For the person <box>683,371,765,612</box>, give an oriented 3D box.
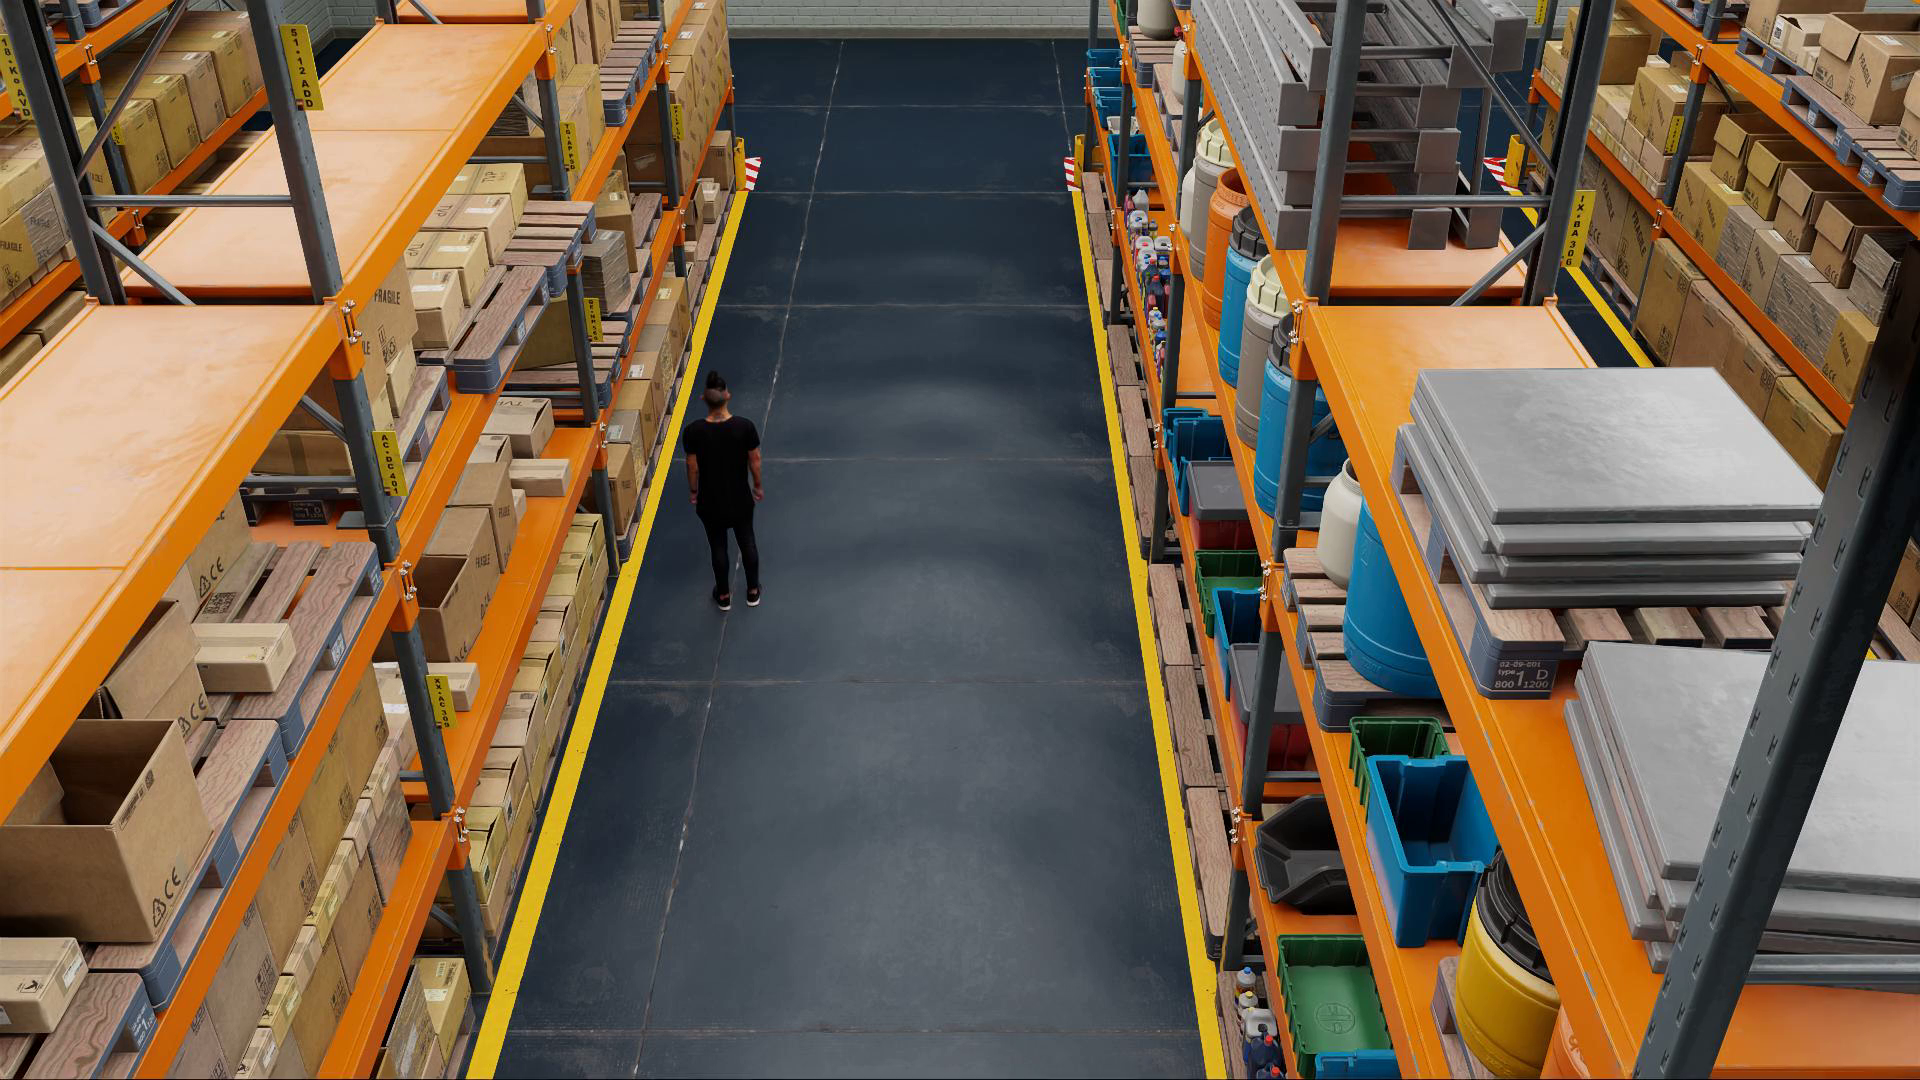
[{"bbox_3d":[-1.633,-0.350,11.606,0.738,1.874,0.664,-7,34,-11],"label":"person"}]
